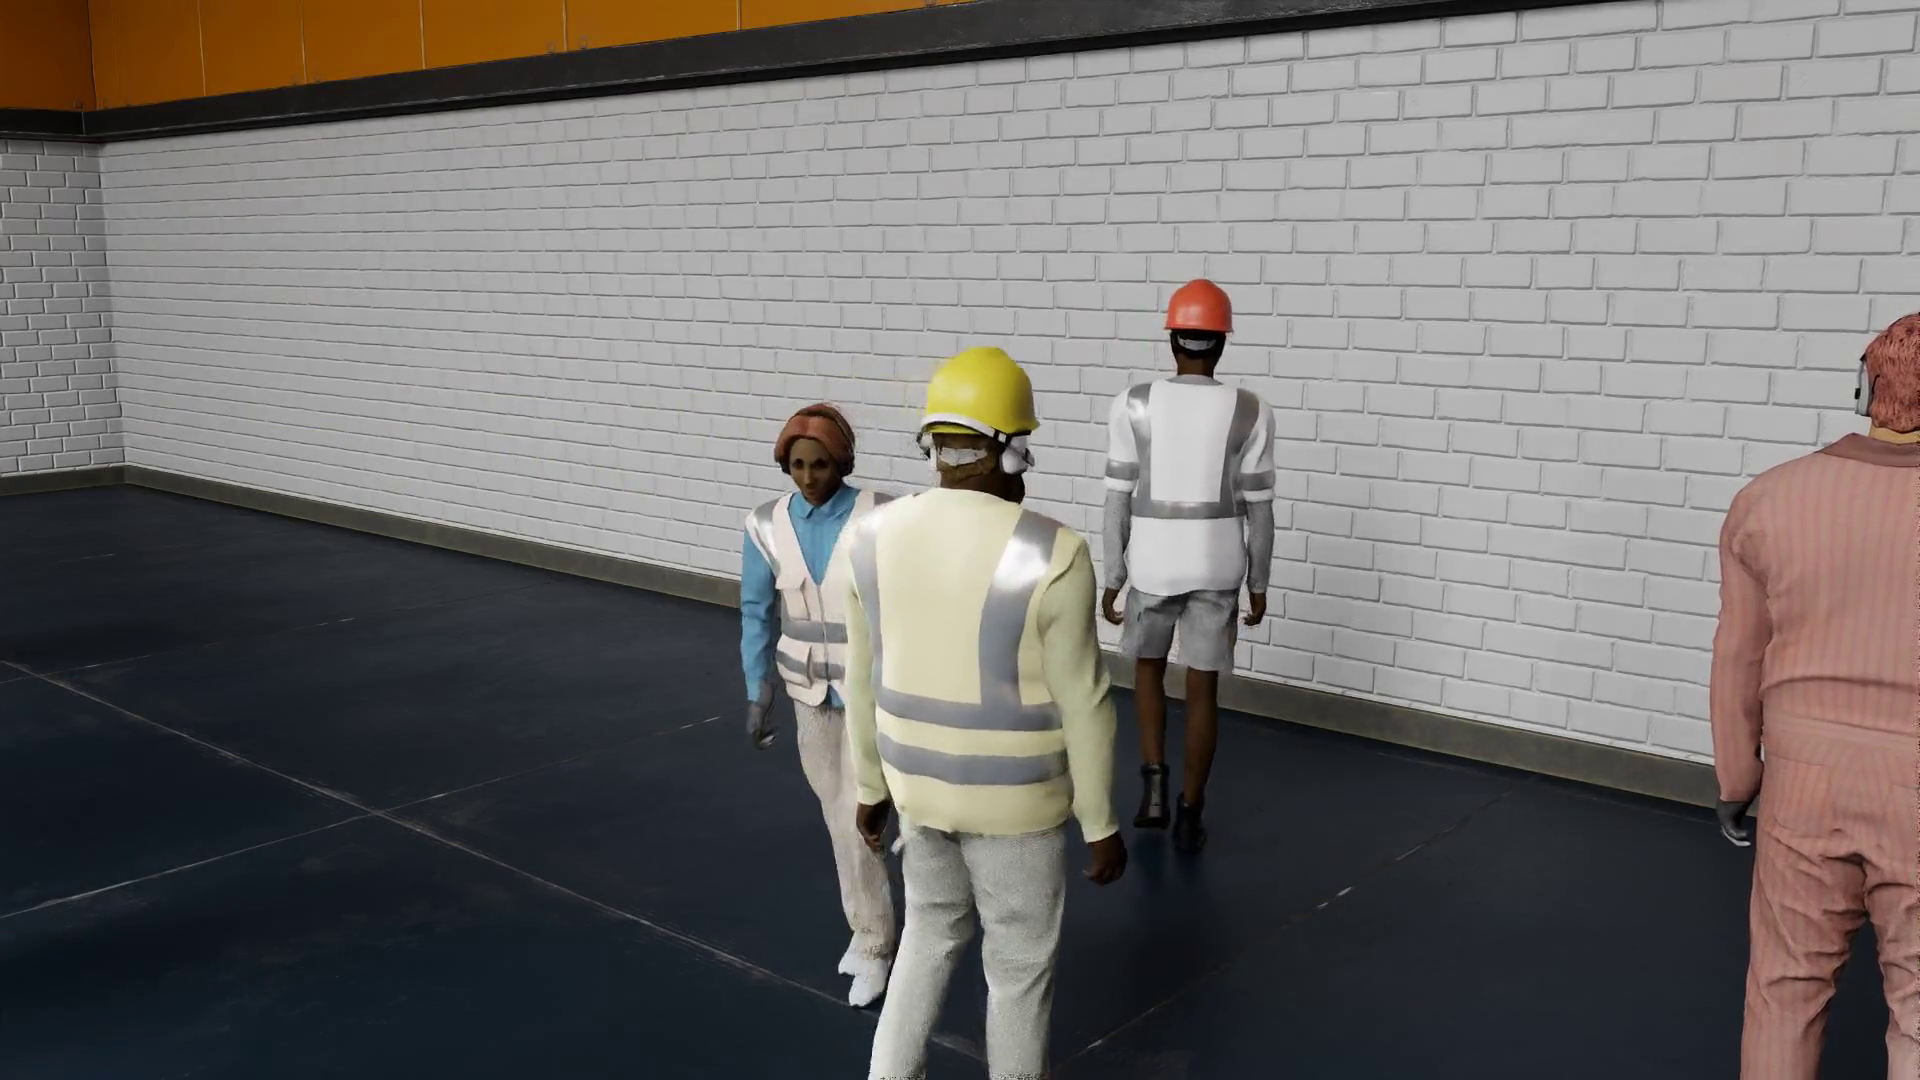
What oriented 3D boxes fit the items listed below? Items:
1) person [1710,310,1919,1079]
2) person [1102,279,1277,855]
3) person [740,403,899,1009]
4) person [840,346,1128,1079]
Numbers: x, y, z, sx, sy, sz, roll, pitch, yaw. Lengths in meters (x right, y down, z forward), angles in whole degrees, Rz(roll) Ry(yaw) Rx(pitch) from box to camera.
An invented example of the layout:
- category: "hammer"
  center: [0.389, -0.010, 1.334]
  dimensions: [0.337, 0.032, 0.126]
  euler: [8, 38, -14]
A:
- category: "person"
  center: [1.831, 0.504, 3.297]
  dimensions: [0.644, 1.907, 0.399]
  euler: [9, 13, 42]
- category: "person"
  center: [0.766, 0.097, 5.573]
  dimensions: [0.566, 1.917, 0.423]
  euler: [2, 10, 10]
- category: "person"
  center: [-0.334, 0.436, 4.485]
  dimensions: [0.531, 1.609, 0.582]
  euler: [4, 11, 20]
- category: "person"
  center: [0.052, 0.510, 3.488]
  dimensions: [0.614, 1.827, 0.431]
  euler: [7, 12, 35]
